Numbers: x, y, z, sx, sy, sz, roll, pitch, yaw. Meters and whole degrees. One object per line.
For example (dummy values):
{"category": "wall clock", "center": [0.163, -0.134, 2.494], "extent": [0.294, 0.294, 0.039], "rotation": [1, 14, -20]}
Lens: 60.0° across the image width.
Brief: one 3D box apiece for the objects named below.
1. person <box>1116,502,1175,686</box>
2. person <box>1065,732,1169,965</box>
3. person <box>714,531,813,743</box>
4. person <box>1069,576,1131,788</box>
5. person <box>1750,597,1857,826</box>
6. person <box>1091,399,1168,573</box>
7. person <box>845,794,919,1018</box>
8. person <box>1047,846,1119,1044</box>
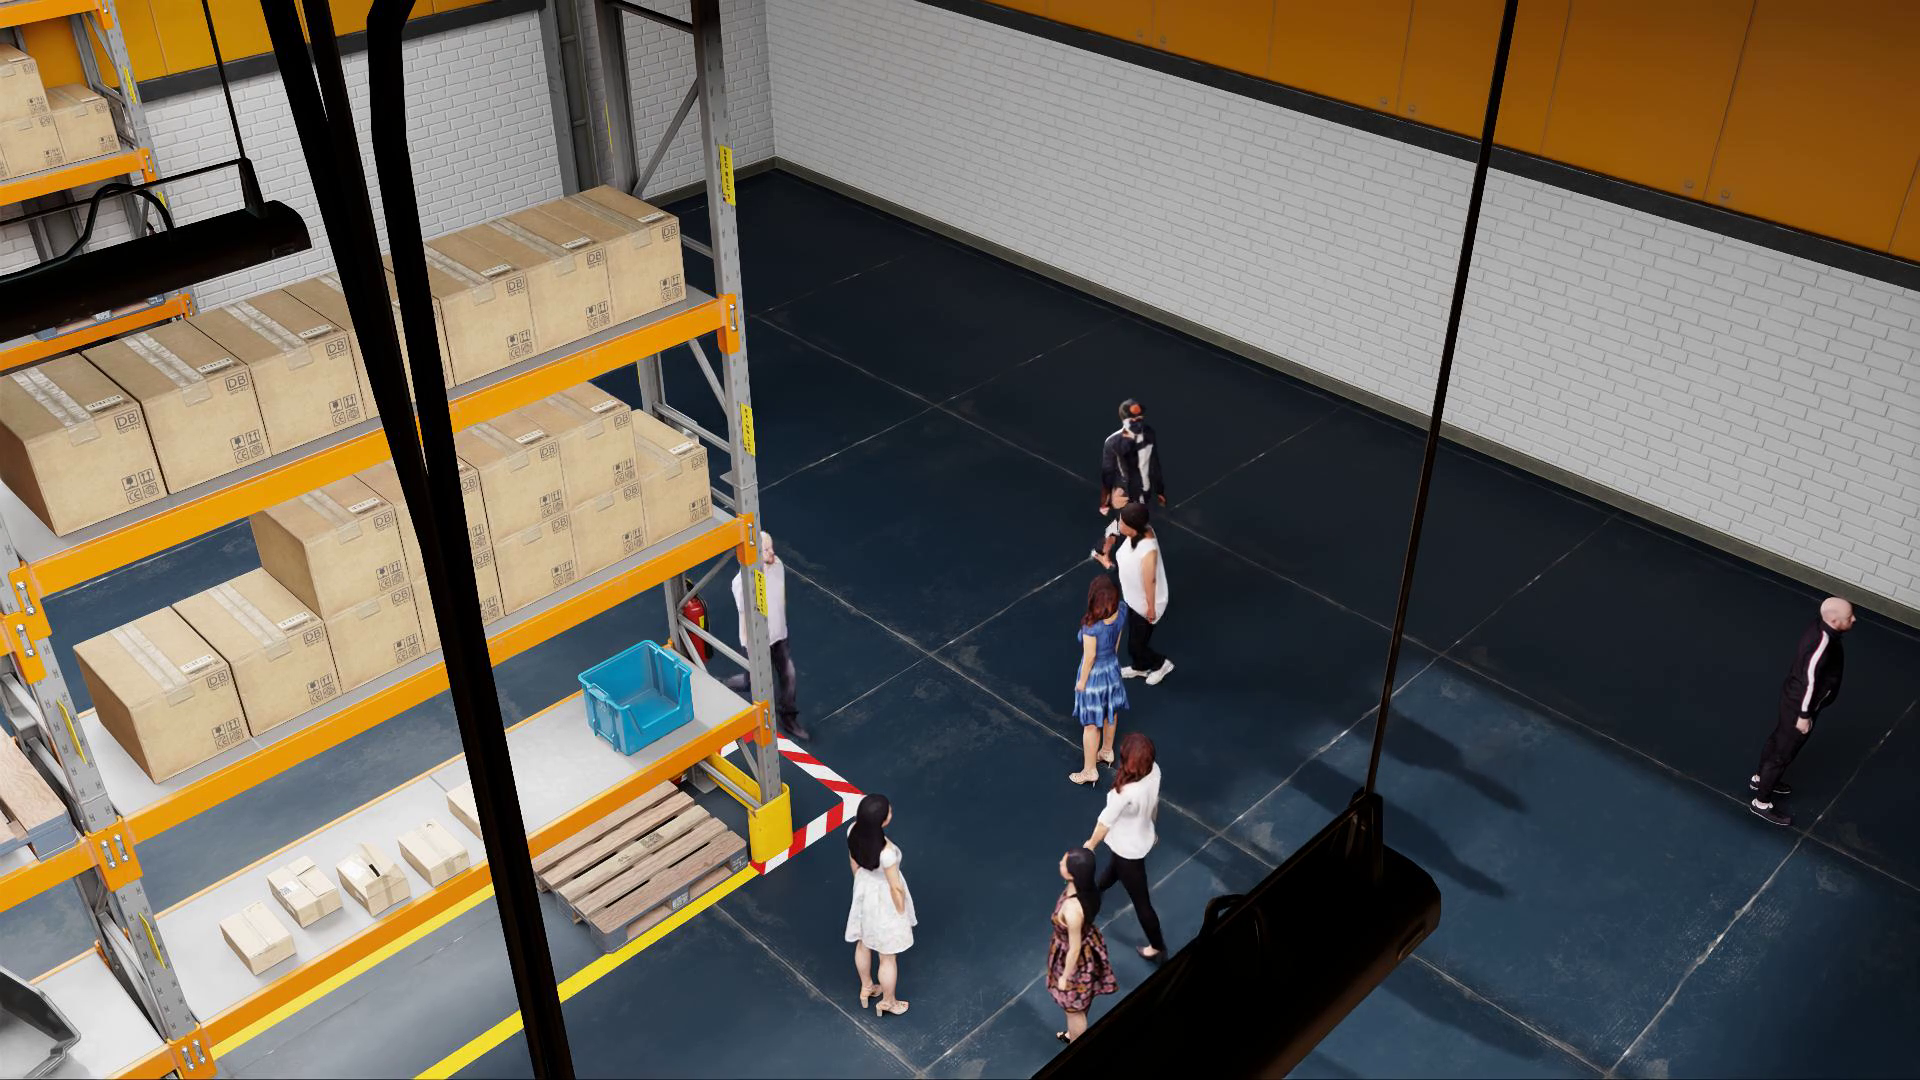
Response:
{"category": "person", "center": [1.487, 0.447, 13.028], "extent": [0.922, 1.667, 0.862], "rotation": [-1, 34, -1]}
{"category": "person", "center": [1.170, 2.017, 10.596], "extent": [0.776, 1.746, 1.083], "rotation": [22, 40, 30]}
{"category": "person", "center": [-1.547, 0.703, 12.516], "extent": [0.786, 1.808, 1.058], "rotation": [23, 40, 30]}
{"category": "person", "center": [1.002, 1.011, 12.054], "extent": [0.760, 1.806, 0.554], "rotation": [22, 39, 29]}
{"category": "person", "center": [5.959, 1.161, 11.801], "extent": [0.808, 1.836, 0.644], "rotation": [15, 36, 21]}
{"category": "person", "center": [1.385, -0.395, 14.127], "extent": [1.170, 1.853, 0.861], "rotation": [-22, 39, -29]}
{"category": "person", "center": [-0.501, 2.247, 10.223], "extent": [0.628, 1.775, 0.608], "rotation": [29, 43, 36]}
{"category": "person", "center": [0.681, 2.482, 9.871], "extent": [0.852, 1.773, 0.769], "rotation": [8, 35, 12]}
